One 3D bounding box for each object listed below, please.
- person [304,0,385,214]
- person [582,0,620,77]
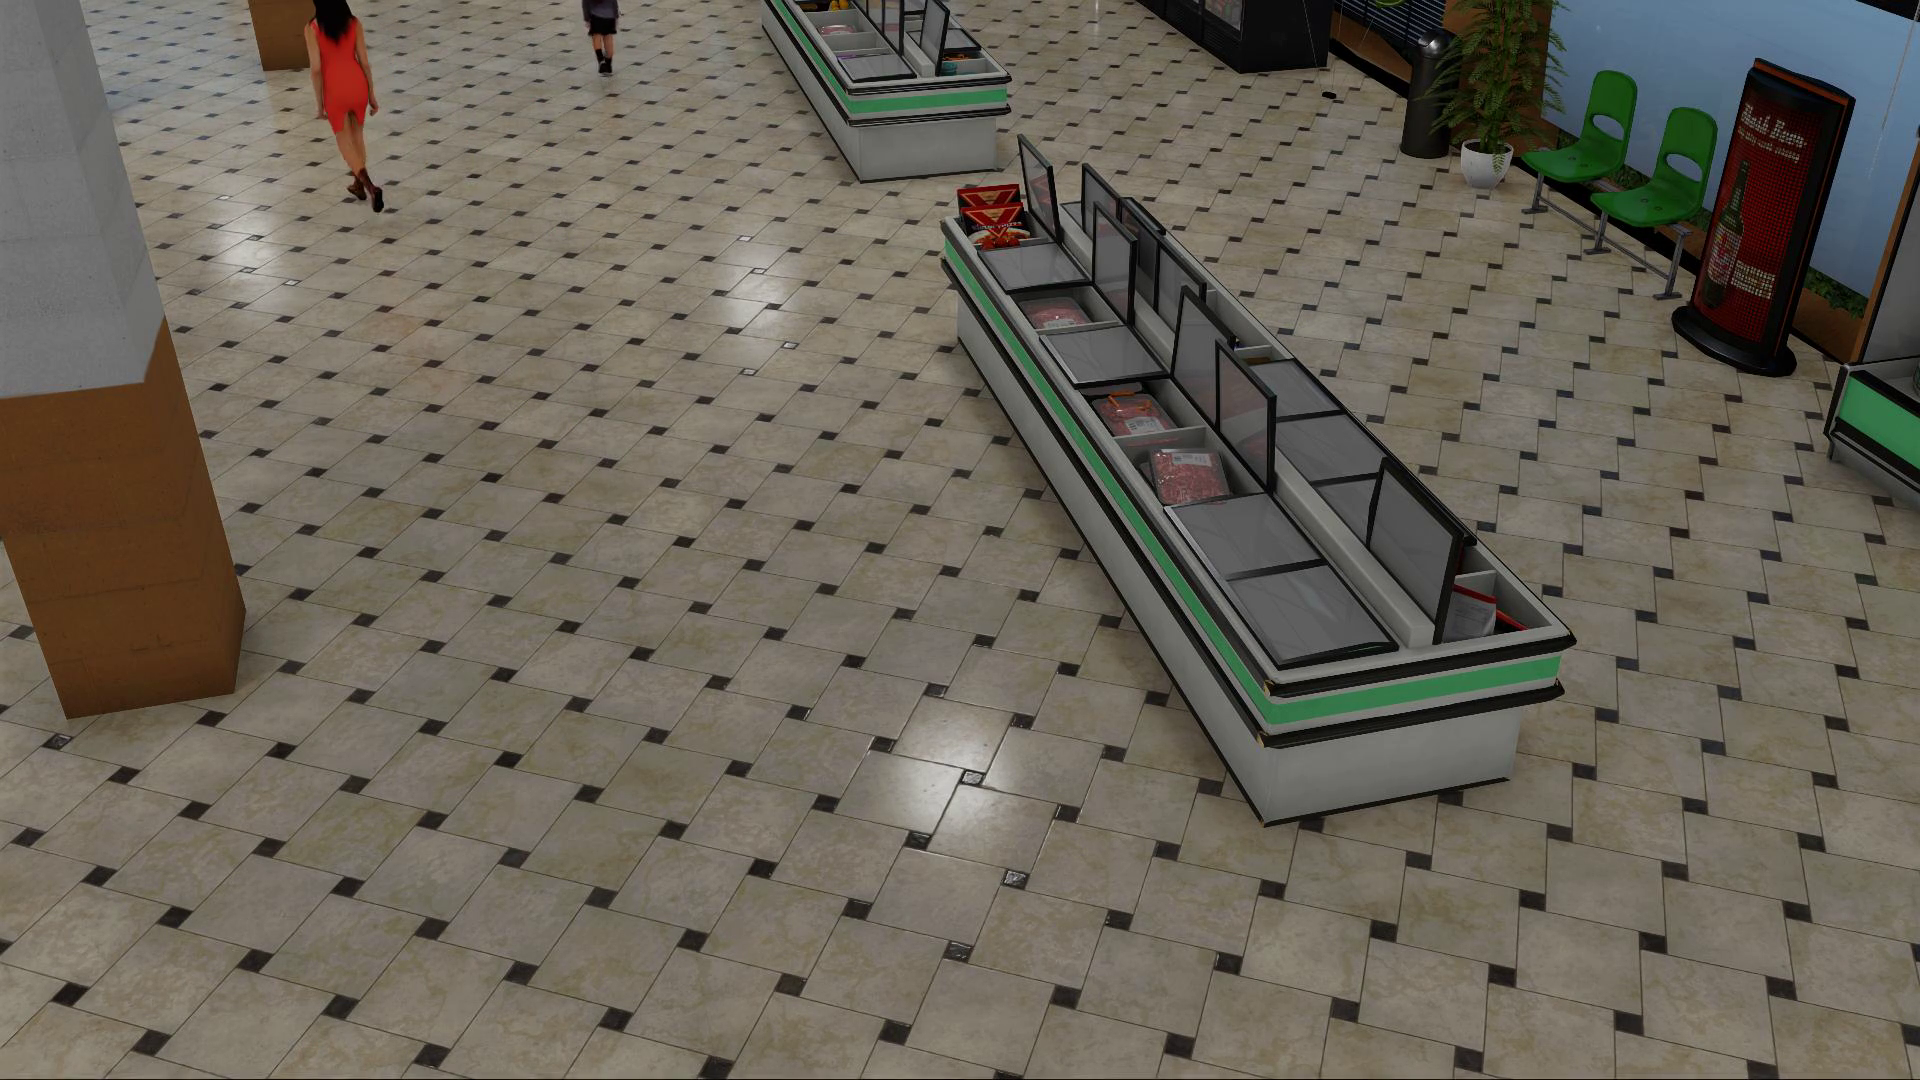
[{"bbox_3d":[-4.460,-3.217,12.135,0.853,1.696,1.126,-22,38,-31],"label":"person"},{"bbox_3d":[-3.286,-4.800,15.245,0.474,1.098,0.581,-7,33,-12],"label":"person"}]
